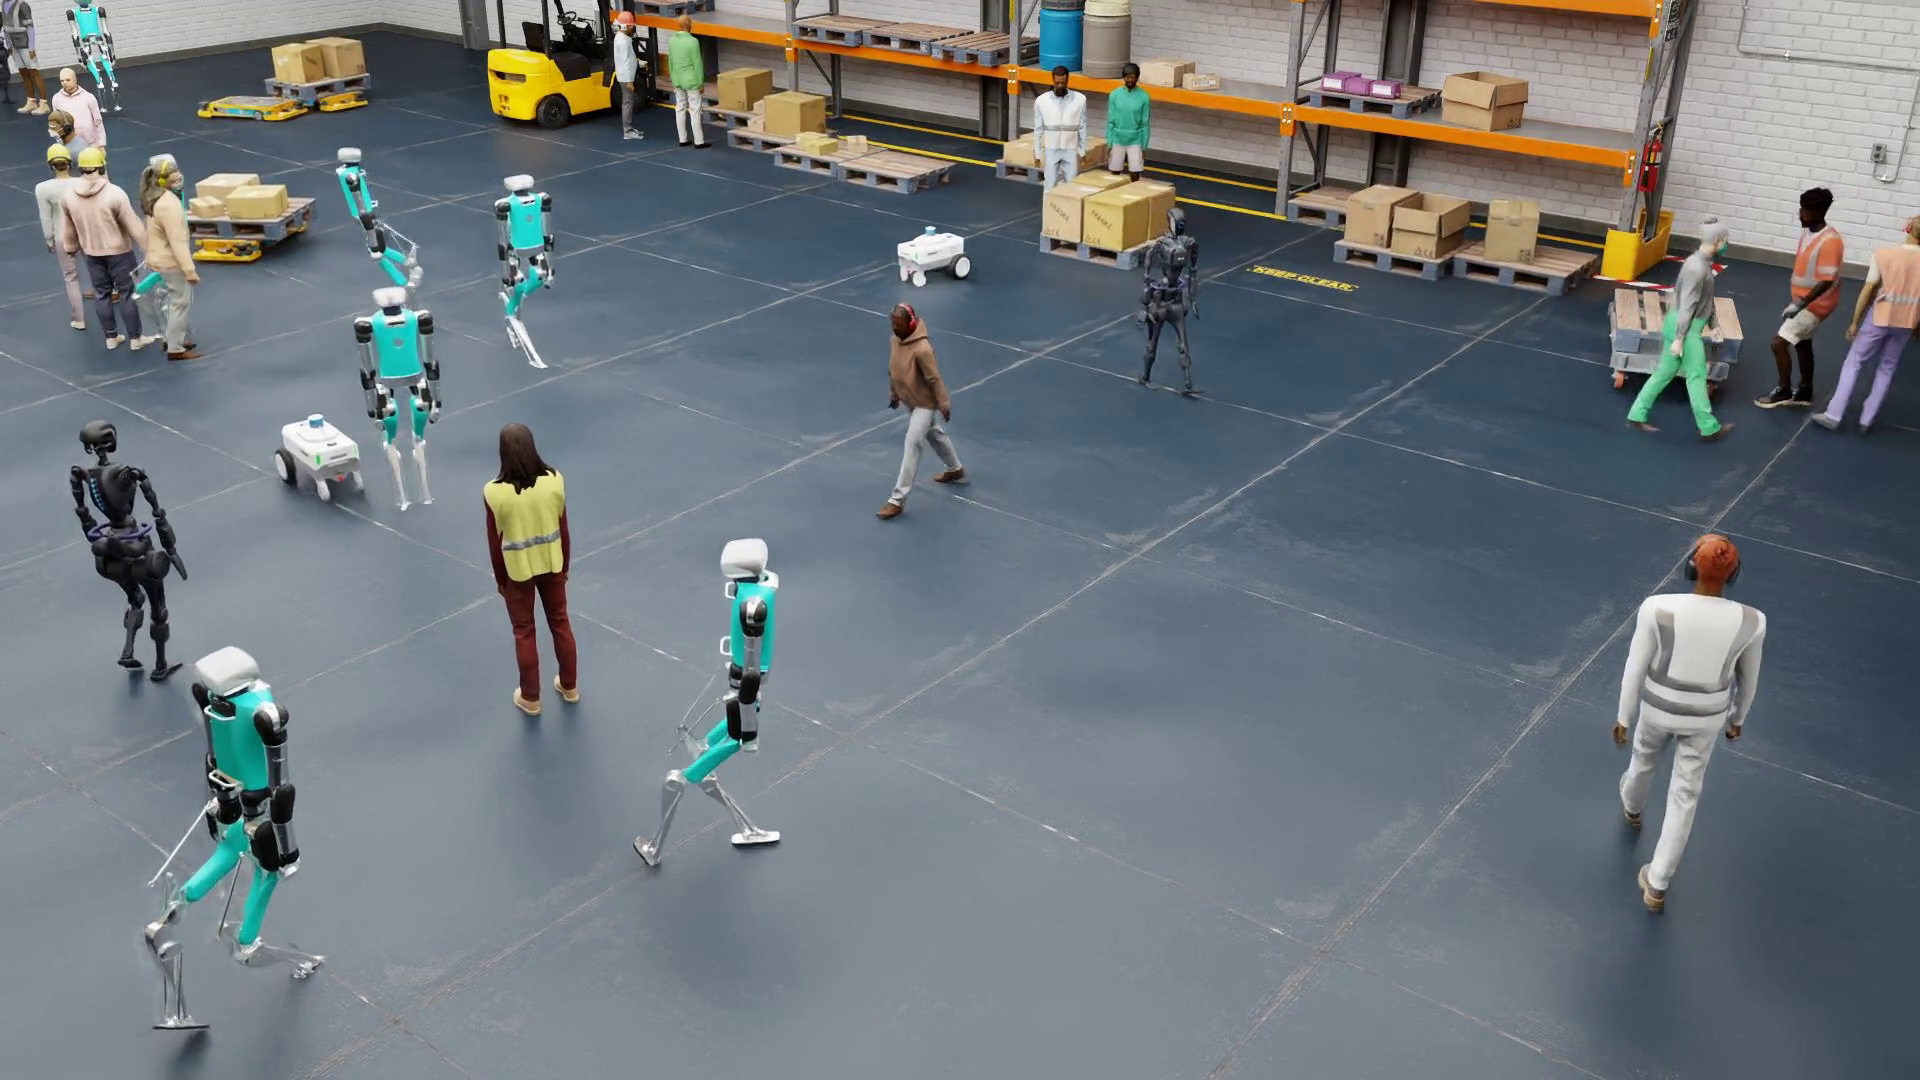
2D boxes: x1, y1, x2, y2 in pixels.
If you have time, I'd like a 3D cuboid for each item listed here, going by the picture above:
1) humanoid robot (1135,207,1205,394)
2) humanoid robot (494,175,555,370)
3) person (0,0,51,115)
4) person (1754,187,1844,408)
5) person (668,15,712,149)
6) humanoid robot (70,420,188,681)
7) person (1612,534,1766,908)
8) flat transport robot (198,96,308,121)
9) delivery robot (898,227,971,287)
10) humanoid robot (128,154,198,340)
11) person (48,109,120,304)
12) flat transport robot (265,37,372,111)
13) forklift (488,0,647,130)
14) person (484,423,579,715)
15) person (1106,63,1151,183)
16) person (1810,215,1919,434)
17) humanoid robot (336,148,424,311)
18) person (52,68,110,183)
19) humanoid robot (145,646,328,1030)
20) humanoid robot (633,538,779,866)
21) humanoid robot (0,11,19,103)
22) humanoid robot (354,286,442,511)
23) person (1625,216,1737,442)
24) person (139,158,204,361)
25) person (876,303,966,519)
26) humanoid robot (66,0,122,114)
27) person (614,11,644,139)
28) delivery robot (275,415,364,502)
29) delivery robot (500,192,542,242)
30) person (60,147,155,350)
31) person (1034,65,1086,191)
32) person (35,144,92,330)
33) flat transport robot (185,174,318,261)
[{"bbox_3d":[1.798,-2.011,14.137,0.610,1.633,0.689,-13,29,-26],"label":"humanoid robot"},{"bbox_3d":[-4.044,-2.462,15.009,0.540,1.782,0.917,-22,33,-38],"label":"humanoid robot"},{"bbox_3d":[-14.048,-7.401,24.861,0.605,2.044,0.369,13,29,25],"label":"person"},{"bbox_3d":[7.022,-1.956,13.736,0.581,1.911,0.634,4,26,8],"label":"person"},{"bbox_3d":[-3.741,-6.286,22.848,0.539,1.784,0.388,15,30,28],"label":"person"},{"bbox_3d":[-4.897,0.064,9.812,0.589,1.645,0.371,3,26,7],"label":"humanoid robot"},{"bbox_3d":[3.517,0.798,8.110,0.602,1.829,0.981,8,27,16],"label":"person"},{"bbox_3d":[-10.642,-6.493,25.016,1.431,0.231,0.659,7,27,13],"label":"flat transport robot"},{"bbox_3d":[-0.285,-2.976,17.428,0.785,0.614,0.520,-22,33,-38],"label":"delivery robot"},{"bbox_3d":[-7.418,-2.593,15.303,0.780,1.818,0.537,-17,31,-31],"label":"humanoid robot"},{"bbox_3d":[-8.685,-3.311,16.522,0.362,1.932,0.628,-22,33,-38],"label":"person"},{"bbox_3d":[-9.906,-6.846,25.749,1.431,0.231,0.659,16,30,30],"label":"flat transport robot"},{"bbox_3d":[-5.874,-7.334,24.552,1.214,2.155,2.313,19,32,34],"label":"forklift"},{"bbox_3d":[-2.431,0.175,9.491,0.457,1.766,0.382,-15,30,-29],"label":"person"},{"bbox_3d":[1.948,-4.601,19.295,0.504,1.842,0.391,5,26,11],"label":"person"},{"bbox_3d":[7.470,-1.733,13.394,0.677,1.801,0.422,5,26,9],"label":"person"},{"bbox_3d":[-5.396,-2.802,15.788,0.788,1.866,0.533,-11,28,-21],"label":"humanoid robot"},{"bbox_3d":[-10.151,-4.554,19.260,0.523,1.784,0.401,-6,26,-13],"label":"person"},{"bbox_3d":[-3.232,1.389,7.068,0.532,1.783,0.999,16,30,30],"label":"humanoid robot"},{"bbox_3d":[-1.310,0.846,8.183,0.899,1.817,0.554,-2,26,-5],"label":"humanoid robot"},{"bbox_3d":[-14.975,-7.612,25.728,0.603,1.626,0.602,7,27,14],"label":"humanoid robot"},{"bbox_3d":[-4.028,-1.006,11.999,0.530,1.814,0.714,-12,28,-23],"label":"humanoid robot"},{"bbox_3d":[5.889,-1.691,13.304,0.837,1.808,0.517,7,27,15],"label":"person"},{"bbox_3d":[-7.075,-2.507,14.947,0.469,1.844,0.585,-15,30,-28],"label":"person"},{"bbox_3d":[-0.288,-1.011,12.146,0.936,1.585,0.506,-18,31,-32],"label":"person"},{"bbox_3d":[-12.709,-7.138,24.507,0.533,1.681,0.735,-16,30,-30],"label":"humanoid robot"},{"bbox_3d":[-4.670,-6.546,23.433,0.352,1.742,0.572,-6,26,-12],"label":"person"},{"bbox_3d":[-4.843,-0.667,12.602,0.499,0.575,0.757,-21,33,-36],"label":"delivery robot"},{"bbox_3d":[-4.953,-3.616,18.740,0.499,0.603,0.792,-12,28,-24],"label":"delivery robot"},{"bbox_3d":[-7.809,-2.647,15.232,0.804,1.857,0.436,1,26,1],"label":"person"},{"bbox_3d":[1.125,-4.401,18.808,0.597,1.906,0.408,-2,26,-4],"label":"person"},{"bbox_3d":[-8.414,-2.879,15.826,0.533,1.754,0.344,-18,31,-33],"label":"person"},{"bbox_3d":[-7.939,-3.392,18.595,0.659,0.231,1.431,2,26,4],"label":"flat transport robot"}]
